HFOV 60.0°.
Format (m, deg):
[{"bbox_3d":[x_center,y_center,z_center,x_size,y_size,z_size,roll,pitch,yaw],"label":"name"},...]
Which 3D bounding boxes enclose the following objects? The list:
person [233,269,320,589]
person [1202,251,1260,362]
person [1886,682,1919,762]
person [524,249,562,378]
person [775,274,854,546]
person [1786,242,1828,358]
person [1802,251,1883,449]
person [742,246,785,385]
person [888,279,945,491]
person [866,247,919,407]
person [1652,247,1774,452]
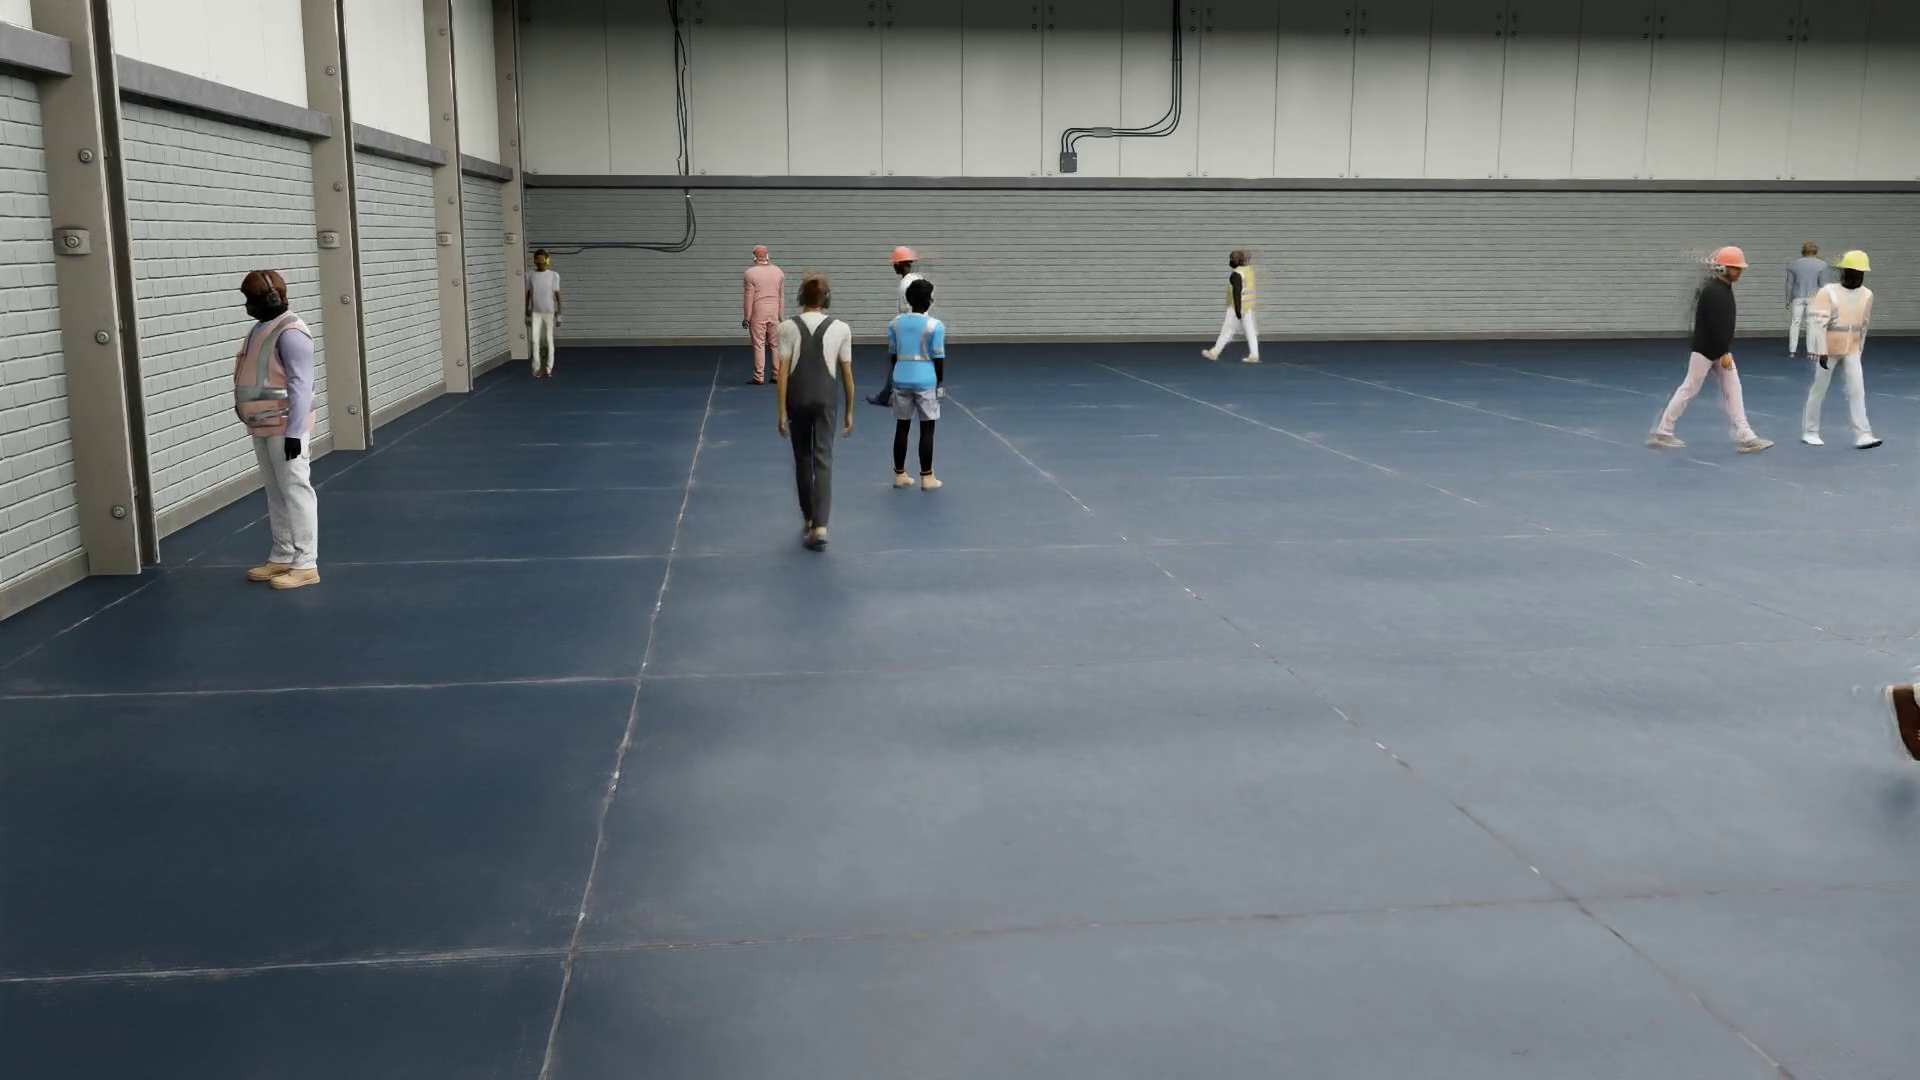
[{"bbox_3d":[-3.966,-0.642,9.657,0.429,1.839,0.623,-9,14,-41],"label":"person"},{"bbox_3d":[4.448,-3.778,26.980,0.978,1.784,0.631,7,12,33],"label":"person"},{"bbox_3d":[3.905,-0.001,6.090,0.696,1.856,0.522,6,12,29],"label":"person"},{"bbox_3d":[-6.014,-3.242,23.901,0.558,1.840,0.794,-1,10,-6],"label":"person"},{"bbox_3d":[-0.966,-0.869,11.081,0.518,1.786,1.036,-1,10,-3],"label":"person"},{"bbox_3d":[14.219,-4.035,27.972,0.627,1.940,0.373,7,13,35],"label":"person"},{"bbox_3d":[8.465,-1.805,15.909,0.609,1.885,0.942,-1,10,-6],"label":"person"},{"bbox_3d":[-2.716,-3.082,22.857,0.639,1.902,0.407,-8,13,-38],"label":"person"},{"bbox_3d":[-0.341,-1.237,13.320,0.529,1.692,0.319,6,12,31],"label":"person"},{"bbox_3d":[-0.720,-2.523,19.814,0.916,1.894,0.552,3,11,15],"label":"person"},{"bbox_3d":[7.126,-1.791,15.718,0.588,1.934,1.077,-9,14,-41],"label":"person"}]
